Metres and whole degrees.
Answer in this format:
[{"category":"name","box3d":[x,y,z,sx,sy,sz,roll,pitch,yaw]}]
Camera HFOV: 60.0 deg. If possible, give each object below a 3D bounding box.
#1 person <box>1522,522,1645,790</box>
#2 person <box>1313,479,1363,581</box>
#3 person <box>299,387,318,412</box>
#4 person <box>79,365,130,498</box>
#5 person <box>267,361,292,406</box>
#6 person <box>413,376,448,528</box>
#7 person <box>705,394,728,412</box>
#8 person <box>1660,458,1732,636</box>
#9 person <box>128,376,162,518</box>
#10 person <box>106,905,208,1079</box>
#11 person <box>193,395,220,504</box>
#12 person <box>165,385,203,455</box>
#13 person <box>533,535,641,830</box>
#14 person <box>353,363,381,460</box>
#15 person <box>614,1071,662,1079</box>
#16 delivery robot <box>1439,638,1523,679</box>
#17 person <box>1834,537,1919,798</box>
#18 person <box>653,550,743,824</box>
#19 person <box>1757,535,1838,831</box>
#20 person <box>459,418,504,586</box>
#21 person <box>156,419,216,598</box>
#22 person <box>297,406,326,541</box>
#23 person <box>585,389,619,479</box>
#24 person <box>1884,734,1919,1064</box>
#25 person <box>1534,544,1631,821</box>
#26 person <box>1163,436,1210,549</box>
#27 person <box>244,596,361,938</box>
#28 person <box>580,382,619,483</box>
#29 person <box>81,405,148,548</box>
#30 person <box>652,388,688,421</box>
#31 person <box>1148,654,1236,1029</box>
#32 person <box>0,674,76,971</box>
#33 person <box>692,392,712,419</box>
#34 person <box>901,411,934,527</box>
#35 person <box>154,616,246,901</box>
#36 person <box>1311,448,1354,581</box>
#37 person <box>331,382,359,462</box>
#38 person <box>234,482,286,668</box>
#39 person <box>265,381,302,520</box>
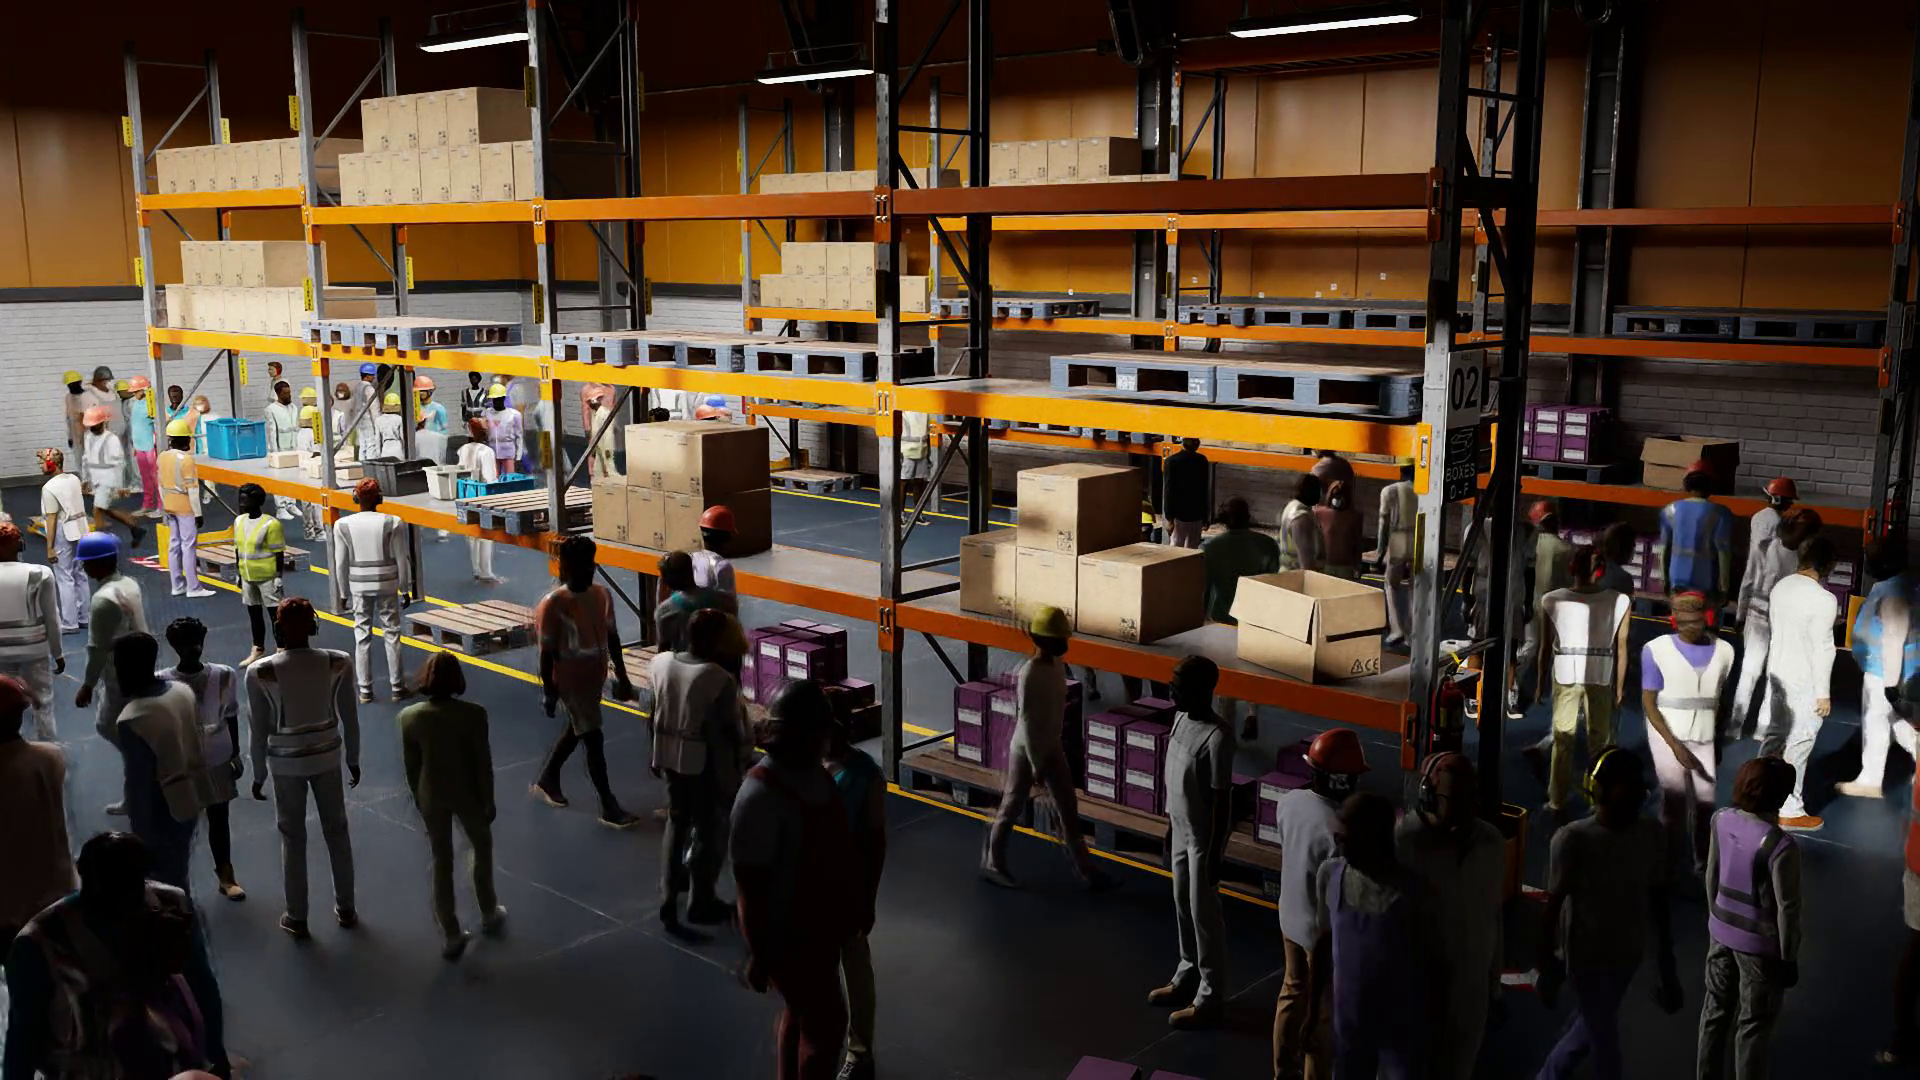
[{"category":"person","box3d":[4.336,0.822,11.469,0.812,1.901,0.677,1,10,4]},{"category":"person","box3d":[3.484,0.246,15.450,0.498,1.633,0.281,1,10,4]},{"category":"person","box3d":[-9.413,-1.352,24.179,0.294,1.744,0.486,-7,12,-33]},{"category":"person","box3d":[-12.957,-1.660,25.076,0.923,2.000,0.689,3,10,17]},{"category":"person","box3d":[-11.463,-2.089,28.050,0.567,1.846,0.389,7,12,35]},{"category":"person","box3d":[-7.164,-1.183,22.374,0.613,2.043,0.374,5,11,28]},{"category":"person","box3d":[-3.050,-0.845,20.725,0.381,1.950,0.605,-4,11,-24]},{"category":"person","box3d":[6.175,0.331,13.918,0.451,2.007,0.674,-8,13,-37]},{"category":"person","box3d":[-11.351,-1.303,23.207,0.608,1.989,0.387,6,12,30]},{"category":"person","box3d":[-2.608,2.006,5.607,0.878,1.589,0.523,-1,10,-5]},{"category":"person","box3d":[-11.177,-1.367,24.641,0.508,1.602,0.762,-2,10,-10]},{"category":"person","box3d":[-10.526,-1.135,22.454,0.592,1.919,0.392,-5,11,-25]},{"category":"person","box3d":[-2.514,0.897,10.972,0.994,1.921,0.634,6,11,29]},{"category":"person","box3d":[-9.343,-1.827,26.291,0.603,1.945,0.390,10,14,44]},{"category":"person","box3d":[-0.829,2.179,4.078,0.680,1.797,0.832,-6,12,-31]},{"category":"delivery robot","box3d":[4.337,1.006,13.935,0.477,0.478,0.707,-8,13,-40]},{"category":"person","box3d":[6.381,0.886,11.310,0.614,1.822,0.639,6,12,31]},{"category":"person","box3d":[-1.715,0.961,10.931,0.639,1.812,0.335,-5,11,-25]},{"category":"person","box3d":[5.452,0.922,10.809,0.367,1.932,0.622,0,10,0]},{"category":"person","box3d":[-5.340,-0.416,18.596,0.610,1.882,0.540,7,12,36]},{"category":"person","box3d":[-8.359,-0.335,17.903,0.584,1.928,0.373,6,12,31]},{"category":"person","box3d":[-8.294,-0.853,21.353,0.487,1.746,0.289,8,13,38]},{"category":"person","box3d":[-5.168,-1.327,24.138,0.407,1.706,0.641,-5,11,-27]},{"category":"person","box3d":[4.633,1.484,7.557,0.705,1.943,0.611,0,10,-1]},{"category":"person","box3d":[4.070,0.948,10.902,0.564,1.839,0.396,2,10,12]},{"category":"person","box3d":[2.358,-0.254,17.252,0.622,1.993,0.381,-8,13,-40]},{"category":"person","box3d":[-3.590,1.237,9.137,0.583,1.882,0.338,-7,12,-33]},{"category":"person","box3d":[-5.668,-1.813,26.303,0.410,1.913,0.651,9,13,41]},{"category":"person","box3d":[-10.366,-0.731,20.273,0.628,1.880,0.862,6,12,31]},{"category":"person","box3d":[-4.608,-1.824,26.484,0.573,1.877,0.353,1,10,5]},{"category":"person","box3d":[1.146,1.449,8.090,0.342,1.840,0.506,-3,10,-16]},{"category":"person","box3d":[-4.184,1.532,7.225,0.833,1.962,0.631,1,10,8]},{"category":"person","box3d":[-3.857,-1.588,24.982,0.421,1.935,0.612,-5,11,-25]},{"category":"person","box3d":[-0.627,-1.160,22.455,0.602,1.967,0.367,-7,12,-35]},{"category":"person","box3d":[-4.361,1.267,9.499,0.534,1.697,0.318,-9,13,-41]},{"category":"person","box3d":[3.754,-0.155,16.947,0.644,1.897,0.691,-6,12,-33]},{"category":"person","box3d":[-9.854,-1.746,26.758,0.535,1.616,0.486,1,10,4]},{"category":"person","box3d":[-6.240,0.325,14.826,0.538,1.695,0.320,4,11,22]},{"category":"person","box3d":[-9.384,-1.251,23.110,0.384,1.918,0.596,2,10,13]}]
